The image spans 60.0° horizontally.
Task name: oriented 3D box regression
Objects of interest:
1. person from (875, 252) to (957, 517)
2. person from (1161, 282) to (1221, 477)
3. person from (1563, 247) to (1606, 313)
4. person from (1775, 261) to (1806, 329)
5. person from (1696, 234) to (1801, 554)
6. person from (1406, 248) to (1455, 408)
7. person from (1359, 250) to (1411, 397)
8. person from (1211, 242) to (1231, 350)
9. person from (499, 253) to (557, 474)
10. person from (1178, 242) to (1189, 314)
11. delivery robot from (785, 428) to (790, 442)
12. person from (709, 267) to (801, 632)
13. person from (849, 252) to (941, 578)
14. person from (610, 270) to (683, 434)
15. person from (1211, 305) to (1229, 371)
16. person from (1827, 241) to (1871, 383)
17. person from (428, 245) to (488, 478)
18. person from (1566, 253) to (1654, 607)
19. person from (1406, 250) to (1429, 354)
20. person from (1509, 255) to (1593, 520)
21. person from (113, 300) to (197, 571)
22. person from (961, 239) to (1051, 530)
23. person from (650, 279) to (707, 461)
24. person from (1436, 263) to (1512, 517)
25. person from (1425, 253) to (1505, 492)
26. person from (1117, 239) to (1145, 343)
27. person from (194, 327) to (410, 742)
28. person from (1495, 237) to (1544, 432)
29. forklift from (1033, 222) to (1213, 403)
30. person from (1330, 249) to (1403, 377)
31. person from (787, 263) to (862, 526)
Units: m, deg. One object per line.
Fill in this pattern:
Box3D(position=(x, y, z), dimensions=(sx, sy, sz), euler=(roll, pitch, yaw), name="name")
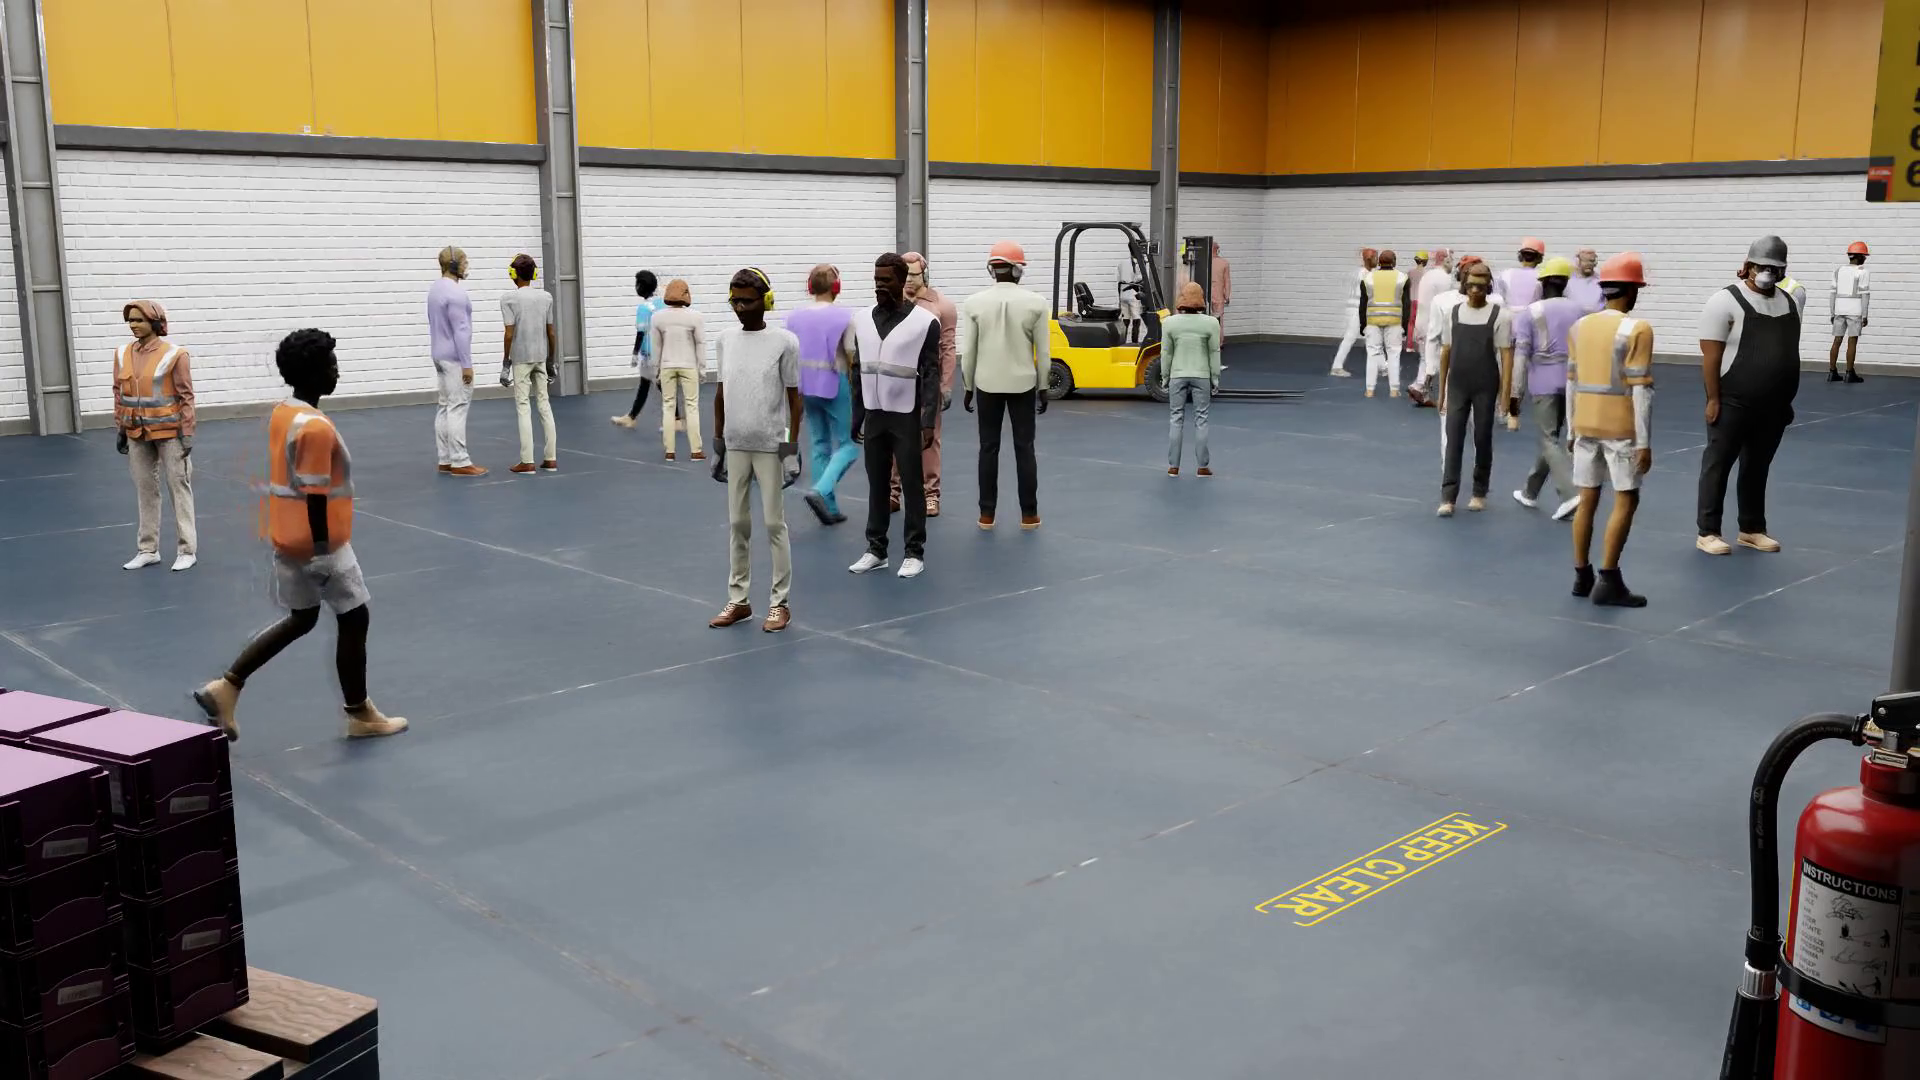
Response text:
Box3D(position=(-0.350, -1.115, 12.000), dimensions=(0.641, 1.905, 0.410), euler=(2, 11, 11), name="person")
Box3D(position=(1.933, -1.341, 13.957), dimensions=(0.504, 1.636, 0.277), euler=(3, 11, 13), name="person")
Box3D(position=(7.130, -2.410, 19.102), dimensions=(0.656, 1.886, 0.625), euler=(0, 10, 2), name="person")
Box3D(position=(8.373, -2.041, 17.235), dimensions=(0.430, 1.838, 0.619), euler=(-6, 12, -29), name="person")
Box3D(position=(5.061, -0.923, 10.579), dimensions=(0.678, 2.000, 0.536), euler=(-3, 11, -14), name="person")
Box3D(position=(5.527, -2.467, 19.444), dimensions=(0.481, 1.877, 0.662), euler=(-1, 10, -6), name="person")
Box3D(position=(5.319, -2.707, 20.848), dimensions=(0.627, 1.843, 0.429), euler=(3, 11, 18), name="person")
Box3D(position=(4.469, -4.324, 29.489), dimensions=(0.648, 1.907, 0.401), euler=(3, 11, 15), name="person")
Box3D(position=(-3.684, -1.498, 14.181), dimensions=(0.309, 1.868, 0.535), euler=(10, 14, 43), name="person")
Box3D(position=(3.680, -3.810, 26.680), dimensions=(0.424, 1.915, 0.587), euler=(-6, 12, -29), name="person")
Box3D(position=(-1.647, -0.874, 14.109), dimensions=(0.477, 0.478, 0.707), euler=(-3, 11, -15), name="delivery robot")
Box3D(position=(-1.058, -0.457, 8.524), dimensions=(0.510, 1.865, 0.329), euler=(4, 11, 20), name="person")
Box3D(position=(-0.391, -0.741, 9.919), dimensions=(0.587, 1.920, 0.392), euler=(6, 12, 28), name="person")
Box3D(position=(-3.226, -1.908, 16.969), dimensions=(0.854, 1.650, 0.549), euler=(1, 10, 7), name="person")
Box3D(position=(3.561, -3.348, 24.676), dimensions=(0.904, 1.719, 0.537), euler=(5, 11, 24), name="person")
Box3D(position=(12.290, -3.140, 22.952), dimensions=(0.370, 1.933, 0.550), euler=(-5, 12, -26), name="person")
Box3D(position=(-4.239, -1.488, 13.939), dimensions=(0.353, 1.937, 0.635), euler=(-7, 13, -35), name="person")
Box3D(position=(3.601, -0.604, 9.193), dimensions=(0.479, 1.921, 0.640), euler=(-5, 12, -28), name="person")
Box3D(position=(7.888, -4.081, 28.550), dimensions=(0.310, 1.769, 0.523), euler=(-8, 13, -37), name="person")
Box3D(position=(4.307, -1.114, 12.051), dimensions=(0.624, 1.889, 0.946), euler=(-3, 11, -15), name="person")
Box3D(position=(-4.862, -0.628, 10.057), dimensions=(0.512, 1.642, 0.312), euler=(2, 11, 10), name="person")
Box3D(position=(0.316, -1.061, 11.461), dimensions=(0.613, 1.991, 0.392), euler=(1, 10, 5), name="person")
Box3D(position=(-2.523, -1.521, 14.945), dimensions=(0.501, 1.633, 0.281), euler=(1, 10, 4), name="person")
Box3D(position=(3.731, -1.089, 12.089), dimensions=(0.532, 1.839, 0.557), euler=(6, 12, 28), name="person")
Box3D(position=(3.988, -1.316, 13.171), dimensions=(0.600, 1.880, 0.435), euler=(3, 11, 17), name="person")
Box3D(position=(2.836, -3.979, 27.515), dimensions=(0.469, 1.969, 0.650), euler=(-7, 13, -34), name="person")
Box3D(position=(-2.619, 0.004, 6.531), dimensions=(0.710, 1.672, 0.536), euler=(-8, 13, -38), name="person")
Box3D(position=(5.860, -2.140, 17.324), dimensions=(0.630, 1.996, 0.910), euler=(6, 12, 30), name="person")
Box3D(position=(1.935, -2.847, 20.651), dimensions=(2.313, 2.155, 1.214), euler=(2, 11, 13), name="forklift")
Box3D(position=(5.806, -3.235, 23.778), dimensions=(1.005, 1.830, 0.594), euler=(4, 11, 23), name="person")
Box3D(position=(-0.929, -0.984, 11.459), dimensions=(0.596, 1.829, 0.534), euler=(6, 12, 28), name="person")
